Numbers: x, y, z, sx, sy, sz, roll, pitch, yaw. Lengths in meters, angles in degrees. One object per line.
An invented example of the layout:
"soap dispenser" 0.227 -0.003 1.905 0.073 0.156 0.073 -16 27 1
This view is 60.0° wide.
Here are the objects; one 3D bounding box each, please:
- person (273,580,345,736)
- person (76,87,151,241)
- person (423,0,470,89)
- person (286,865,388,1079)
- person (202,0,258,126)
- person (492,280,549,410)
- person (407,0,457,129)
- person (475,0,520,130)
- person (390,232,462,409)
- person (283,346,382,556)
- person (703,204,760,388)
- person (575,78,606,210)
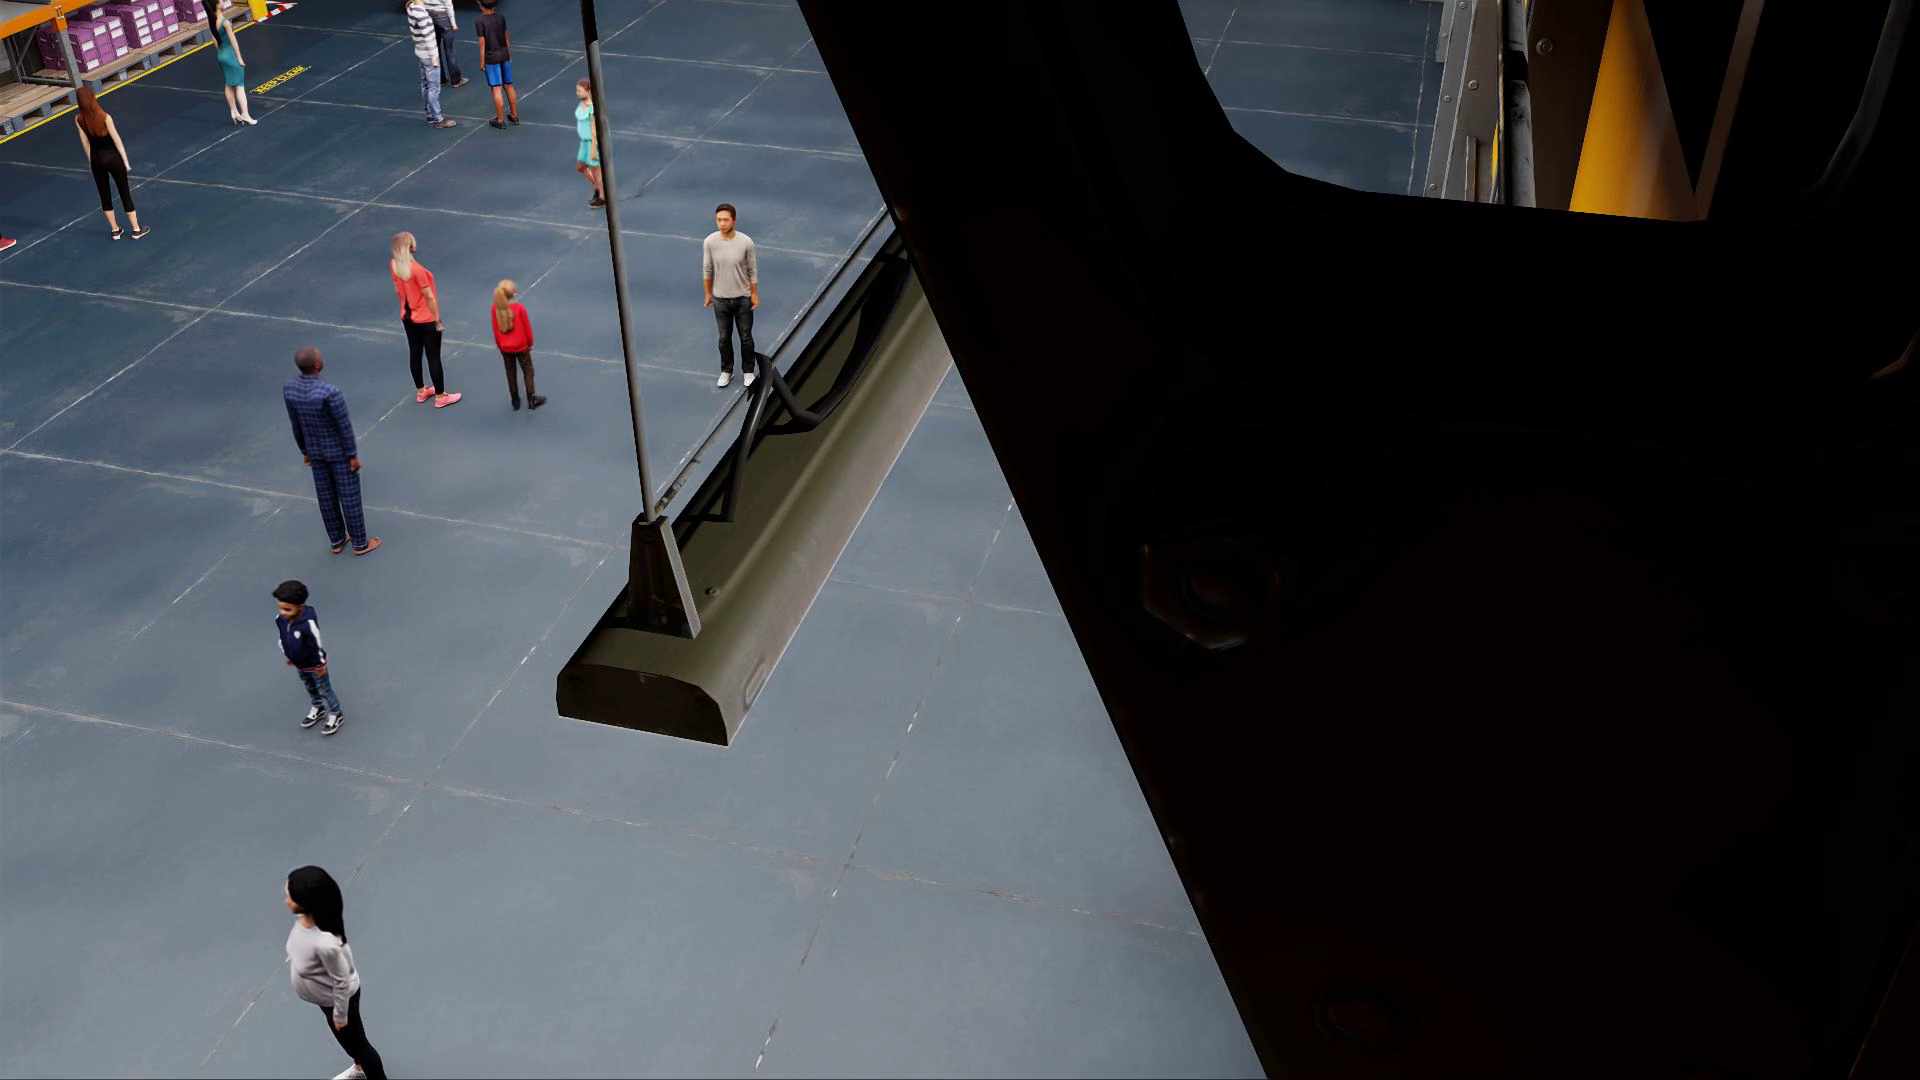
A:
"person" -4.496 0.789 11.459 0.543 1.222 0.516 15 36 21
"person" -9.499 -4.194 18.501 0.622 1.726 0.608 -2 34 -3
"person" -7.180 -7.169 22.891 0.637 1.820 0.547 9 35 13
"person" -3.261 2.344 8.687 0.746 1.700 0.710 -23 40 -31
"person" -9.502 -6.246 21.624 0.611 1.686 0.566 18 38 25
"person" -4.097 -1.796 15.295 0.572 1.280 0.556 -1 34 -2
"person" -6.922 -6.303 21.557 0.761 1.855 0.713 -20 38 -27
"person" -5.996 -6.242 21.516 0.758 1.799 0.665 28 43 35
"person" -4.968 -2.032 15.278 0.651 1.694 0.619 19 38 26
"person" -4.995 -0.708 13.168 0.653 1.823 0.564 8 34 12
"person" -2.128 -2.301 15.575 0.714 1.811 0.625 0 34 1
"person" -4.199 -4.612 19.286 0.728 1.552 0.673 -19 38 -27
